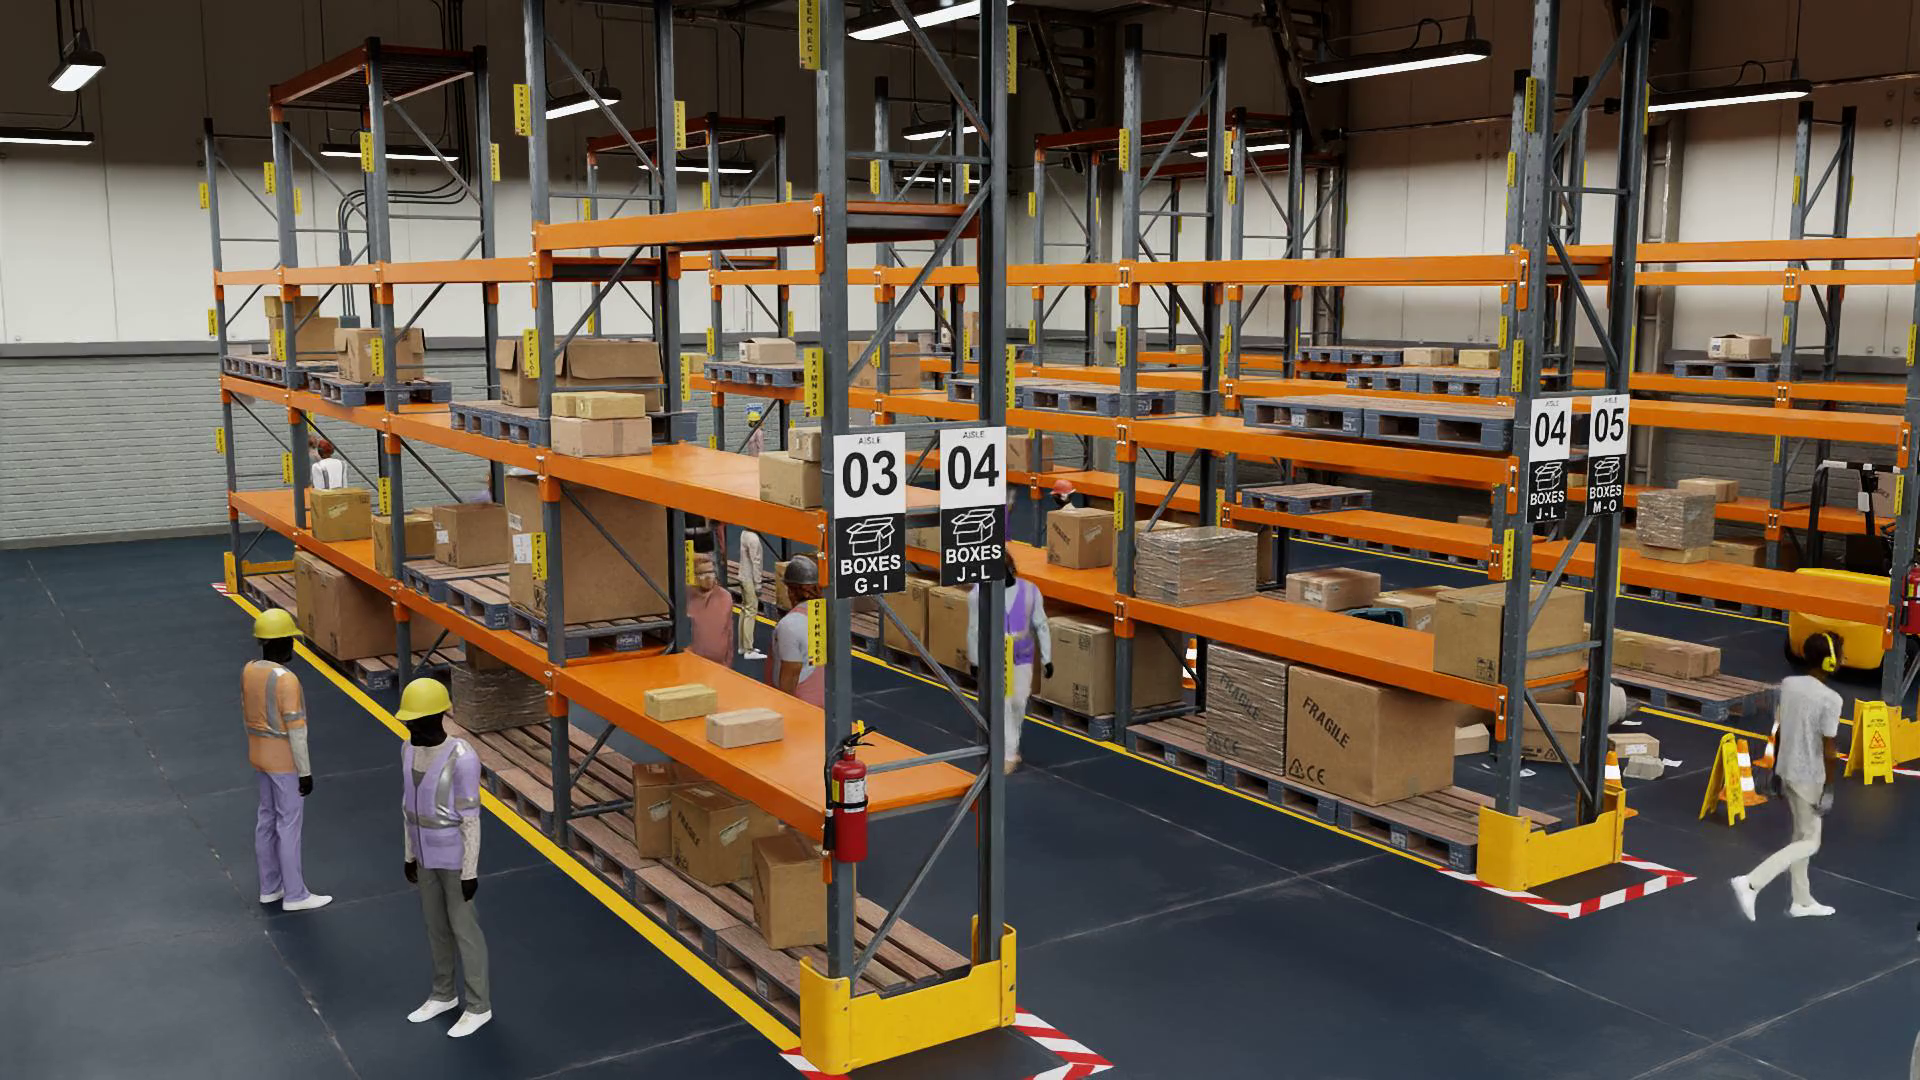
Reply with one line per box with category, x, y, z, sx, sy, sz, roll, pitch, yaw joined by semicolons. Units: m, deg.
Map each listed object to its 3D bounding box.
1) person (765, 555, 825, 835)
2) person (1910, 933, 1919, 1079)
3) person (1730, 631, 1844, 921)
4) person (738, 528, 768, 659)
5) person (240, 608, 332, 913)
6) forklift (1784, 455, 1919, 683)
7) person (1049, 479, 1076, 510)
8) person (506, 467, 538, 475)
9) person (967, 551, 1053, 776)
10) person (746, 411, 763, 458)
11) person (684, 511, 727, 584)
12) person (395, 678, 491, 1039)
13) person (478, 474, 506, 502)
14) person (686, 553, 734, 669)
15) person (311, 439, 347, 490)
person;-1.148;1.115;11.939;0.535;2.000;0.674;5;10;30
person;3.415;2.124;5.780;0.329;1.874;0.518;8;12;44
person;5.127;1.470;10.246;0.727;1.850;0.525;-2;9;-10
person;-2.216;0.453;17.732;0.287;1.626;0.497;-3;9;-21
person;-4.289;1.385;10.507;0.587;1.930;0.360;6;11;36
forklift;9.643;0.253;17.172;2.313;2.155;1.214;-6;10;-33
person;1.195;0.165;19.213;0.342;1.749;0.573;0;9;2
person;-5.939;-0.413;22.862;0.591;1.809;0.623;-3;9;-19
person;0.407;0.981;13.635;0.690;1.809;0.658;-1;9;-5
person;-3.647;-1.415;29.689;0.308;1.772;0.523;-3;9;-21
person;-2.970;0.110;18.734;0.659;2.008;0.579;-1;9;-7
person;-2.743;1.656;8.758;0.585;1.918;0.410;6;11;36
person;-6.046;-0.102;21.544;0.883;1.573;0.498;4;10;27
person;-2.007;1.038;12.974;0.654;1.889;0.534;-6;10;-35
person;-8.696;-0.463;22.961;0.337;1.882;0.584;4;9;25
